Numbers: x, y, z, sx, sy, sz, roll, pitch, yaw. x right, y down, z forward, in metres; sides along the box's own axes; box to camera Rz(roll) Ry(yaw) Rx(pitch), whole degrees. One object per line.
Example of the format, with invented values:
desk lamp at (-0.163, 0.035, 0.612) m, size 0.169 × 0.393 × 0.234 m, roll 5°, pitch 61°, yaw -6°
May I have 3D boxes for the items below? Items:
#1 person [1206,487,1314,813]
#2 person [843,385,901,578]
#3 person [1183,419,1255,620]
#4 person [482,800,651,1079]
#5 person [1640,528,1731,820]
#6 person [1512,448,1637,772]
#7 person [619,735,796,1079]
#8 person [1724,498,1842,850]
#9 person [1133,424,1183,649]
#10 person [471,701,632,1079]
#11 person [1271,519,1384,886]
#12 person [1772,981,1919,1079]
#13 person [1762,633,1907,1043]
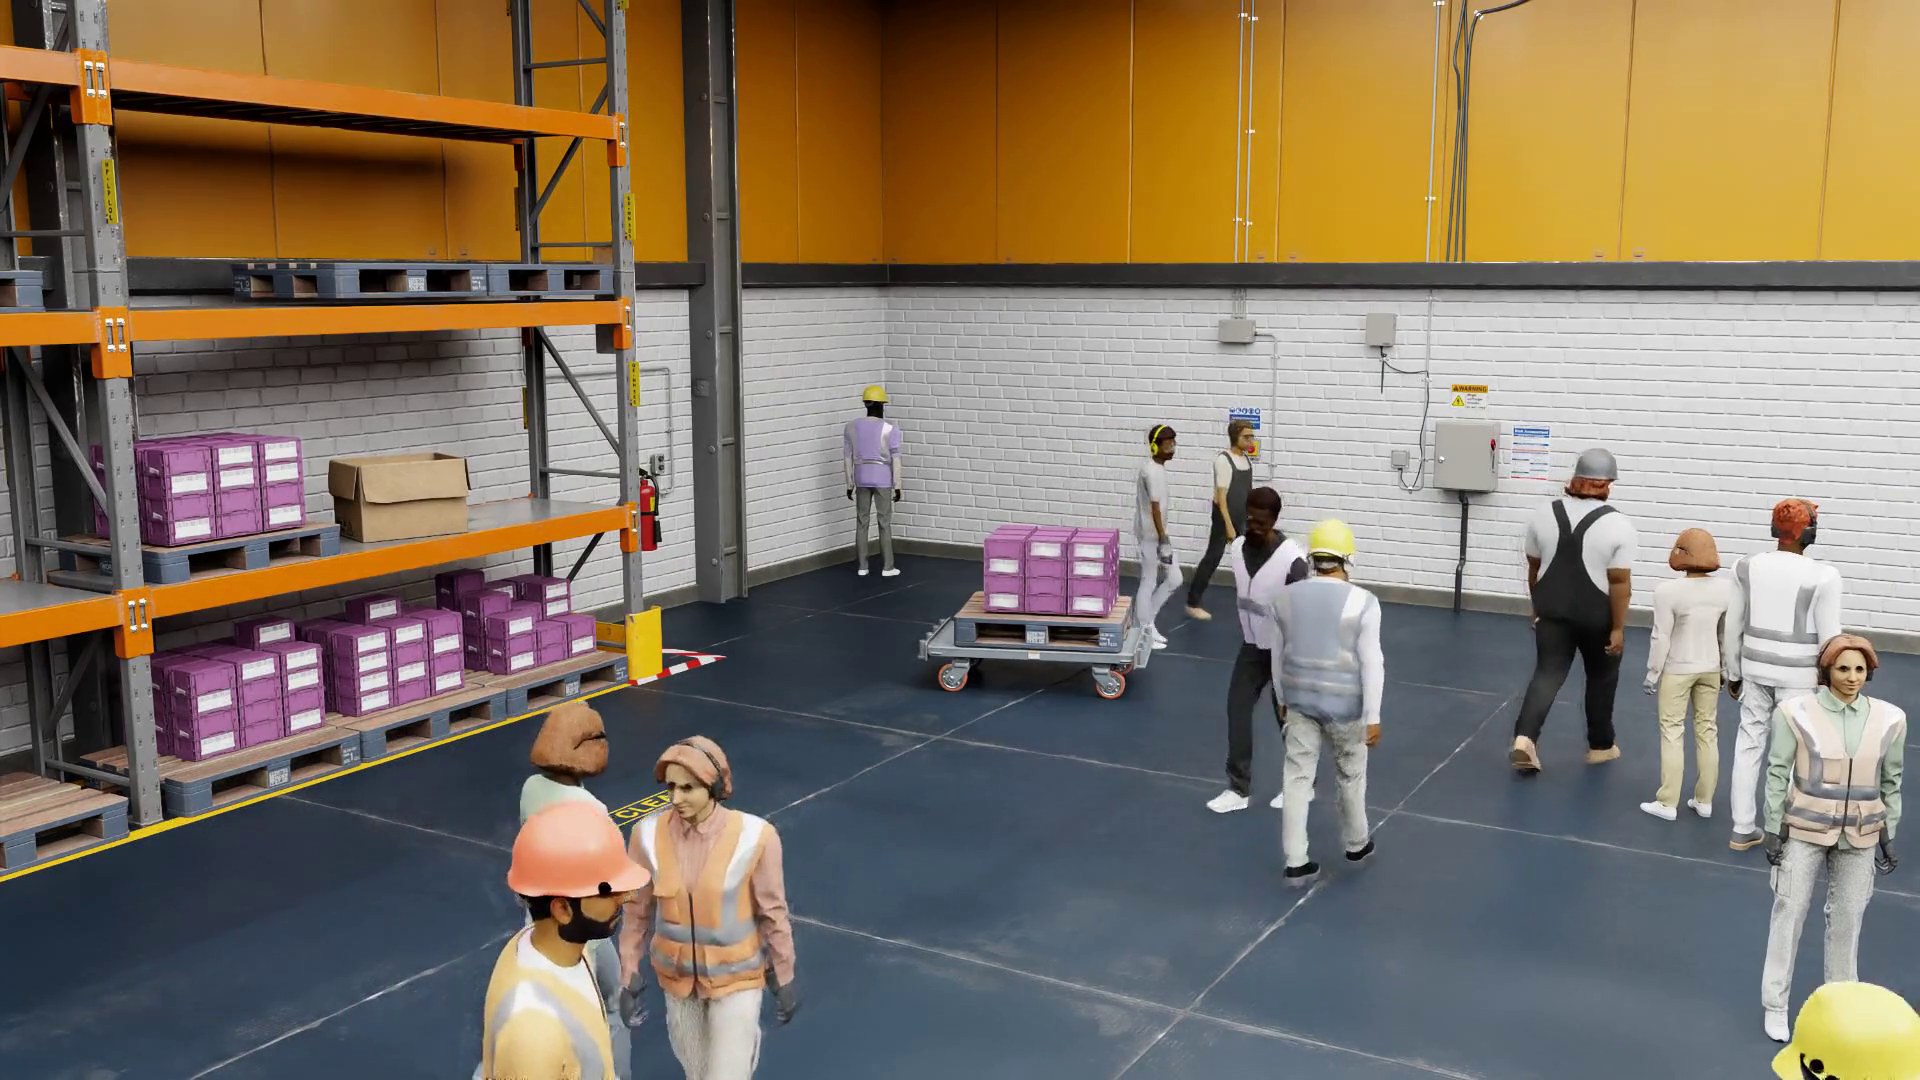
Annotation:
person at (1.713, 0.623, 9.261) m, size 0.842 × 1.870 × 0.612 m, roll -6°, pitch 11°, yaw -35°
person at (-0.866, -0.580, 16.609) m, size 0.589 × 1.923 × 0.383 m, roll 2°, pitch 9°, yaw 14°
person at (2.341, -0.149, 14.345) m, size 0.515 × 1.796 × 0.978 m, roll -8°, pitch 12°, yaw -42°
person at (-0.993, 1.499, 3.779) m, size 1.002 × 1.893 × 0.547 m, roll -3°, pitch 9°, yaw -16°
person at (4.046, 0.744, 9.241) m, size 0.507 × 1.633 × 0.277 m, roll -2°, pitch 9°, yaw -10°
person at (3.723, 0.404, 10.099) m, size 0.970 × 2.000 × 0.695 m, roll -9°, pitch 13°, yaw -43°
person at (-0.815, 1.410, 5.122) m, size 0.544 × 1.611 × 0.670 m, roll 3°, pitch 9°, yaw 15°
person at (4.254, 0.719, 8.627) m, size 0.358 × 1.882 × 0.574 m, roll -7°, pitch 11°, yaw -36°
person at (1.567, -0.014, 13.352) m, size 0.462 × 1.839 × 0.523 m, roll 3°, pitch 10°, yaw 18°
person at (-1.395, 1.342, 5.635) m, size 0.784 × 1.603 × 0.504 m, roll -9°, pitch 13°, yaw -44°
person at (1.864, 0.797, 8.358) m, size 0.629 × 1.805 × 0.817 m, roll 6°, pitch 11°, yaw 34°
person at (1.637, 1.663, 3.161) m, size 0.680 × 1.733 × 0.552 m, roll 2°, pitch 9°, yaw 12°
person at (3.427, 1.171, 6.558) m, size 0.514 × 1.641 × 0.307 m, roll 1°, pitch 9°, yaw 6°
